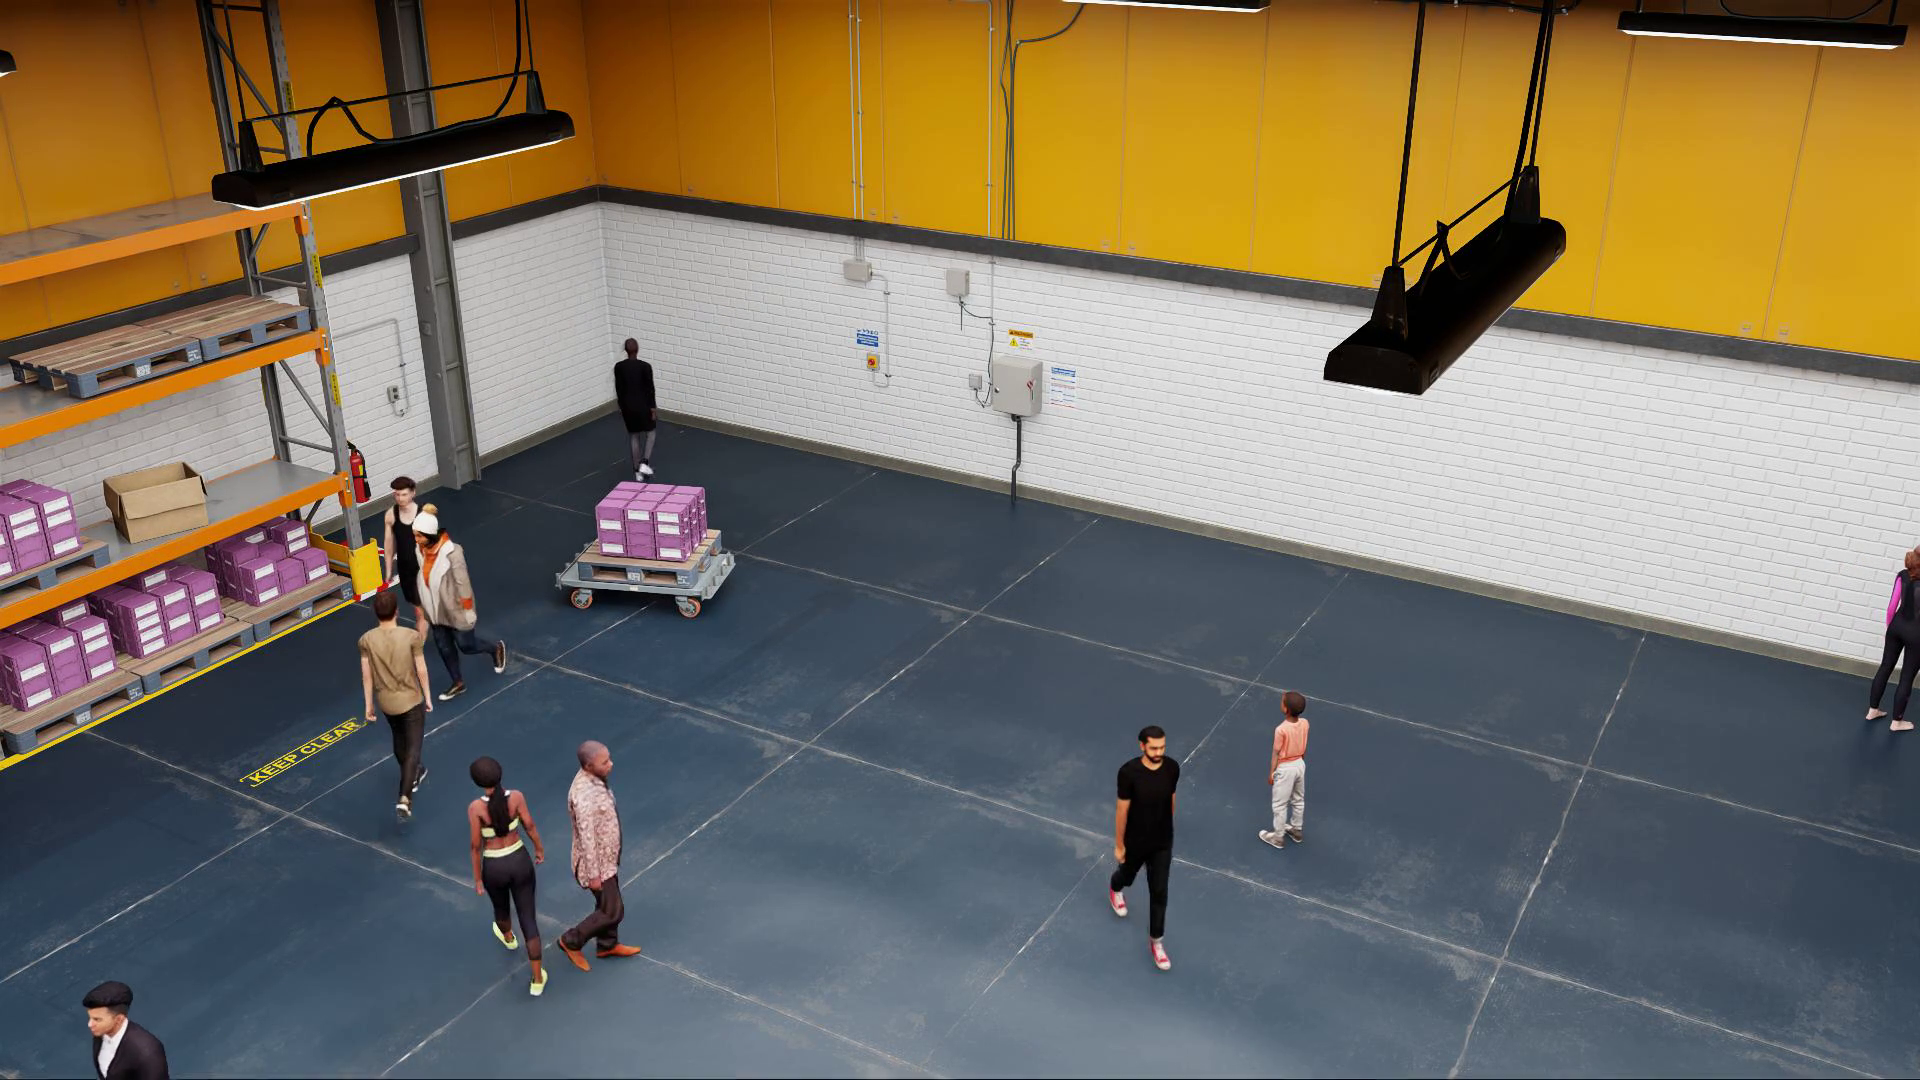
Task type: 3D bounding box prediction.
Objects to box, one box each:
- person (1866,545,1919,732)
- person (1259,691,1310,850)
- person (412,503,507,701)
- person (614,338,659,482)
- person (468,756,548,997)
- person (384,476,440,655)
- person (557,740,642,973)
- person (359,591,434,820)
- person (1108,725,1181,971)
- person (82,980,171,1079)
[{"bbox_3d":[8.246,0.820,14.478,0.715,1.752,0.670,-11,26,-23],"label":"person"},{"bbox_3d":[2.554,1.768,12.864,0.516,1.308,0.602,-13,27,-27],"label":"person"},{"bbox_3d":[-4.537,0.514,15.015,0.747,1.883,0.928,10,26,22],"label":"person"},{"bbox_3d":[-3.882,-1.528,19.848,0.772,1.752,0.783,3,24,7],"label":"person"},{"bbox_3d":[-3.025,2.286,11.167,1.087,1.718,1.078,-9,25,-21],"label":"person"},{"bbox_3d":[-5.076,0.241,15.679,1.003,1.850,1.287,4,24,9],"label":"person"},{"bbox_3d":[-2.562,2.170,11.342,0.958,1.789,0.894,-2,24,-3],"label":"person"},{"bbox_3d":[-4.474,1.331,13.217,1.014,1.825,1.252,0,24,0],"label":"person"},{"bbox_3d":[1.261,2.056,11.681,1.127,1.727,1.188,-6,24,-13],"label":"person"},{"bbox_3d":[-4.352,3.126,9.062,0.793,1.864,1.013,18,29,35],"label":"person"}]
